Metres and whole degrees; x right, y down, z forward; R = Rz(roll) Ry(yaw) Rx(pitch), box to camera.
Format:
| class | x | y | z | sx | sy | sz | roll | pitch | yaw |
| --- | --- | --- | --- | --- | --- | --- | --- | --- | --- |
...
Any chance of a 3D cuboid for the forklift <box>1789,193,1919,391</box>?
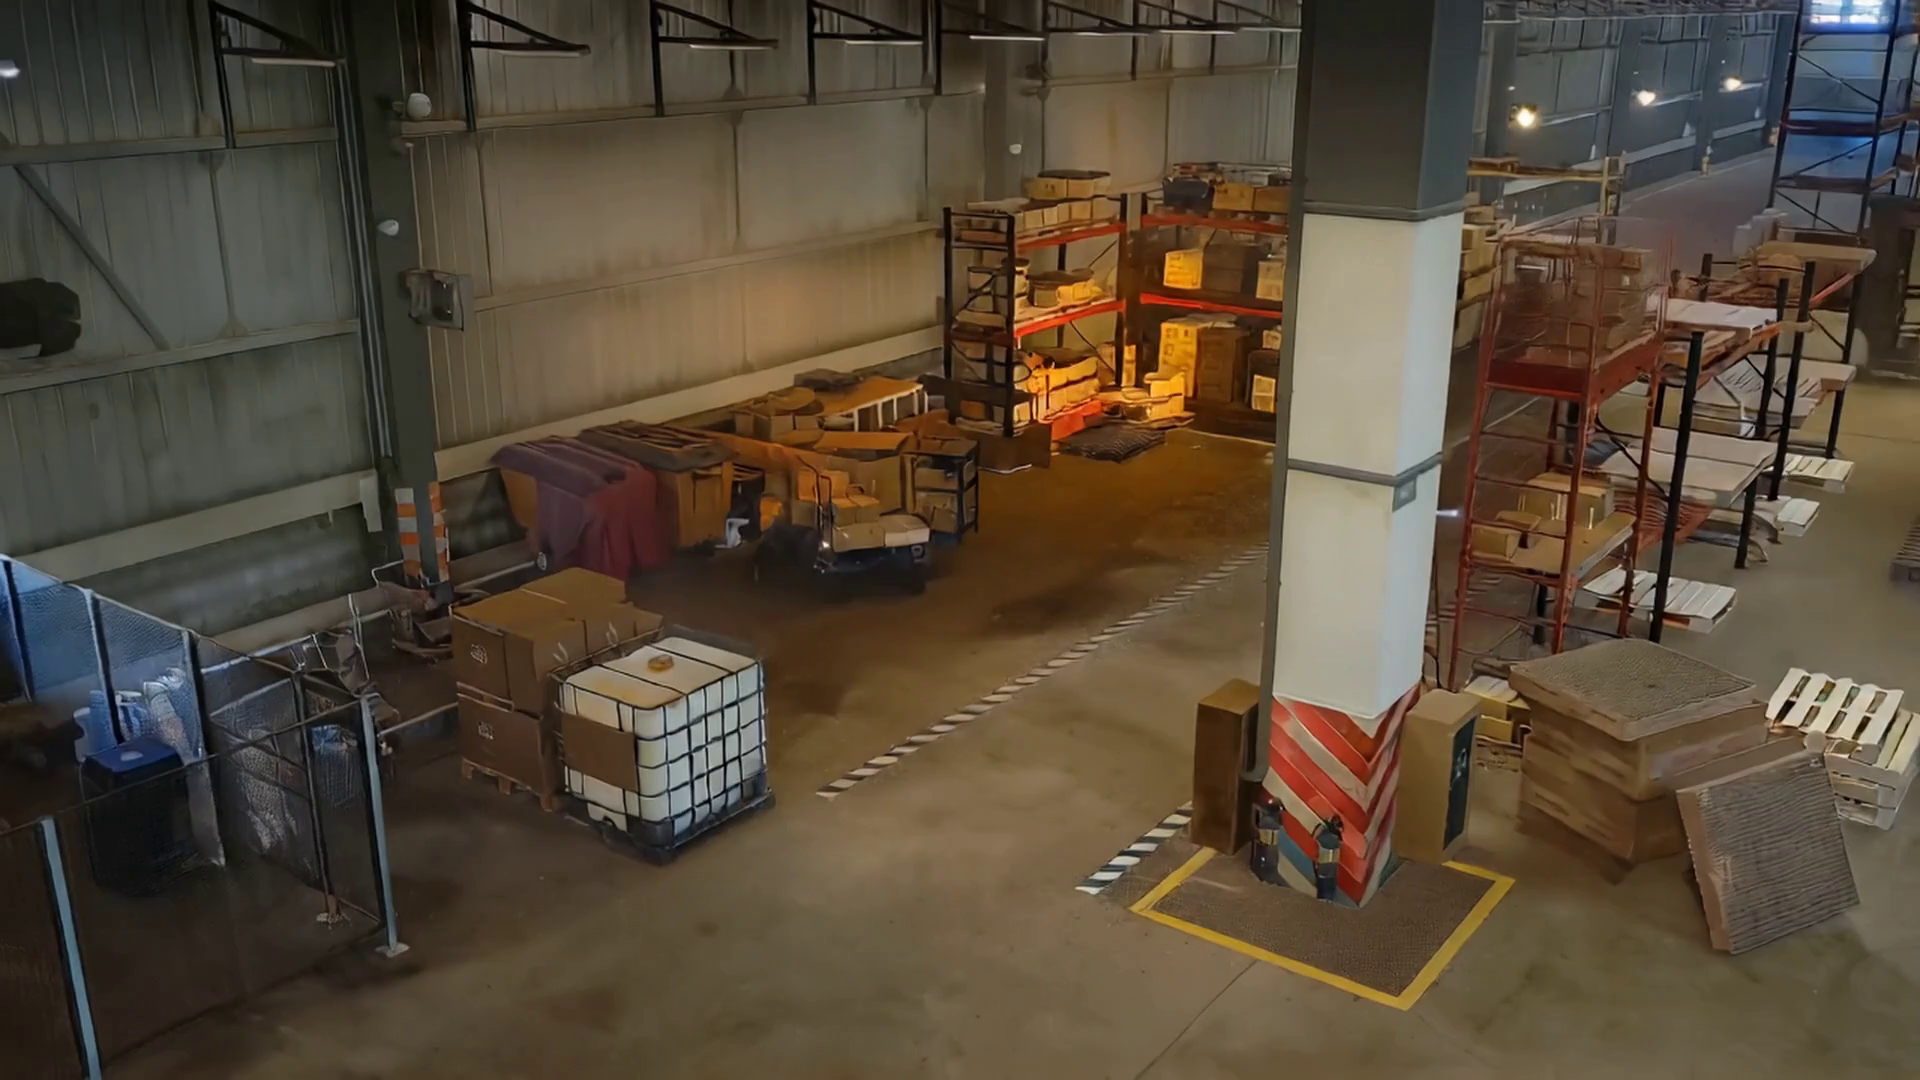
| class | x | y | z | sx | sy | sz | roll | pitch | yaw |
| --- | --- | --- | --- | --- | --- | --- | --- | --- | --- |
| forklift | 13.940 | -3.842 | 25.379 | 1.873 | 2.768 | 1.129 | 13 | 22 | 34 |
